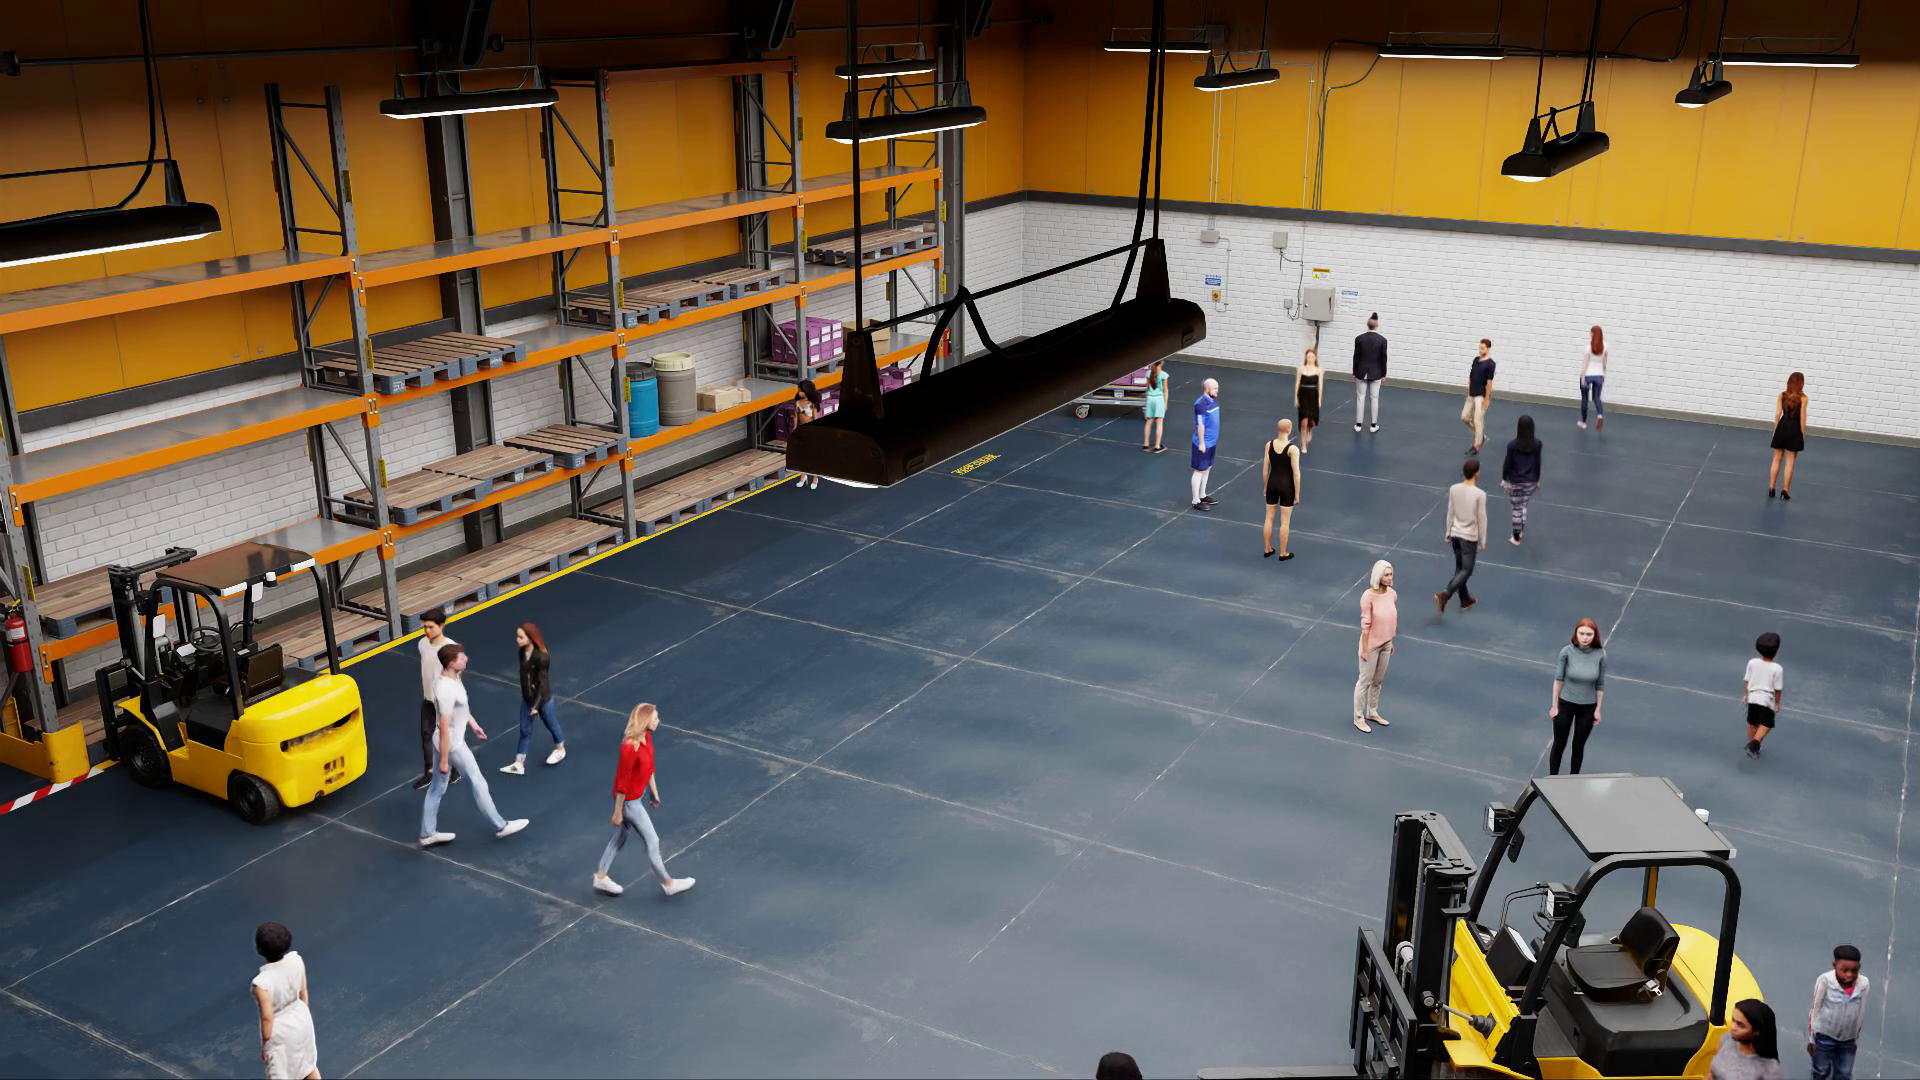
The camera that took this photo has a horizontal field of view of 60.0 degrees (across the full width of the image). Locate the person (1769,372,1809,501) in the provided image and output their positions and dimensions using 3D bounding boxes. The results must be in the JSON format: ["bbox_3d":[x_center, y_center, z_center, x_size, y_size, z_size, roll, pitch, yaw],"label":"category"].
[{"bbox_3d":[11.675,-1.471,23.452,0.637,1.834,0.607,18,25,42],"label":"person"}]

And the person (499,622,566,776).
[{"bbox_3d":[-3.859,1.448,15.402,0.563,1.440,0.929,11,22,30],"label":"person"}]

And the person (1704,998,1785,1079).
[{"bbox_3d":[4.419,3.341,9.324,1.106,1.732,1.098,-4,19,-13],"label":"person"}]

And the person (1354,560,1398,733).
[{"bbox_3d":[4.064,1.012,16.261,0.605,1.718,0.737,-13,22,-33],"label":"person"}]

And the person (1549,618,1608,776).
[{"bbox_3d":[5.469,1.505,14.760,0.643,1.742,0.610,5,19,13],"label":"person"}]

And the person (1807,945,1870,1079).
[{"bbox_3d":[5.618,3.130,10.706,0.516,1.249,0.560,6,19,16],"label":"person"}]

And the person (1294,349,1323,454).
[{"bbox_3d":[5.420,-2.183,25.922,0.741,1.607,0.916,3,19,9],"label":"person"}]

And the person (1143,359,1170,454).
[{"bbox_3d":[3.050,-2.155,25.922,0.553,1.554,0.527,12,22,32],"label":"person"}]

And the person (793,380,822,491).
[{"bbox_3d":[-2.195,-1.529,23.976,0.556,1.611,0.575,11,22,30],"label":"person"}]

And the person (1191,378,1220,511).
[{"bbox_3d":[3.405,-1.355,23.104,0.723,1.838,0.494,10,21,27],"label":"person"}]

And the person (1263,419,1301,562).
[{"bbox_3d":[4.046,-0.649,21.044,0.688,1.815,0.558,15,24,38],"label":"person"}]

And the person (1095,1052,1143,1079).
[{"bbox_3d":[0.893,3.497,9.056,0.758,1.608,0.670,5,19,15],"label":"person"}]

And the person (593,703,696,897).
[{"bbox_3d":[-2.683,2.084,13.169,1.003,1.660,1.104,3,19,8],"label":"person"}]

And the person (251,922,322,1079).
[{"bbox_3d":[-4.207,3.075,10.390,0.643,1.556,0.497,7,20,20],"label":"person"}]

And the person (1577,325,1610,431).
[{"bbox_3d":[10.308,-2.597,26.972,0.841,1.722,0.986,0,19,-1],"label":"person"}]

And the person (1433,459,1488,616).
[{"bbox_3d":[5.747,-0.005,19.082,1.192,1.846,0.920,-15,24,-38],"label":"person"}]

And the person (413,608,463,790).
[{"bbox_3d":[-4.664,1.392,15.146,0.687,1.710,0.761,9,21,25],"label":"person"}]

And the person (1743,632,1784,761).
[{"bbox_3d":[7.502,1.483,15.588,0.722,1.255,0.597,-17,25,-40],"label":"person"}]

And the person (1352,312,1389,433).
[{"bbox_3d":[6.648,-2.732,27.003,0.759,1.959,0.681,5,19,16],"label":"person"}]

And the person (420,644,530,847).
[{"bbox_3d":[-4.360,1.755,13.919,1.224,1.806,1.065,-9,21,-26],"label":"person"}]

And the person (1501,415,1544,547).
[{"bbox_3d":[7.285,-0.750,21.484,0.751,1.725,0.782,0,19,-1],"label":"person"}]

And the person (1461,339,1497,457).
[{"bbox_3d":[8.075,-2.207,25.629,0.888,1.839,0.833,-7,20,-20],"label":"person"}]
